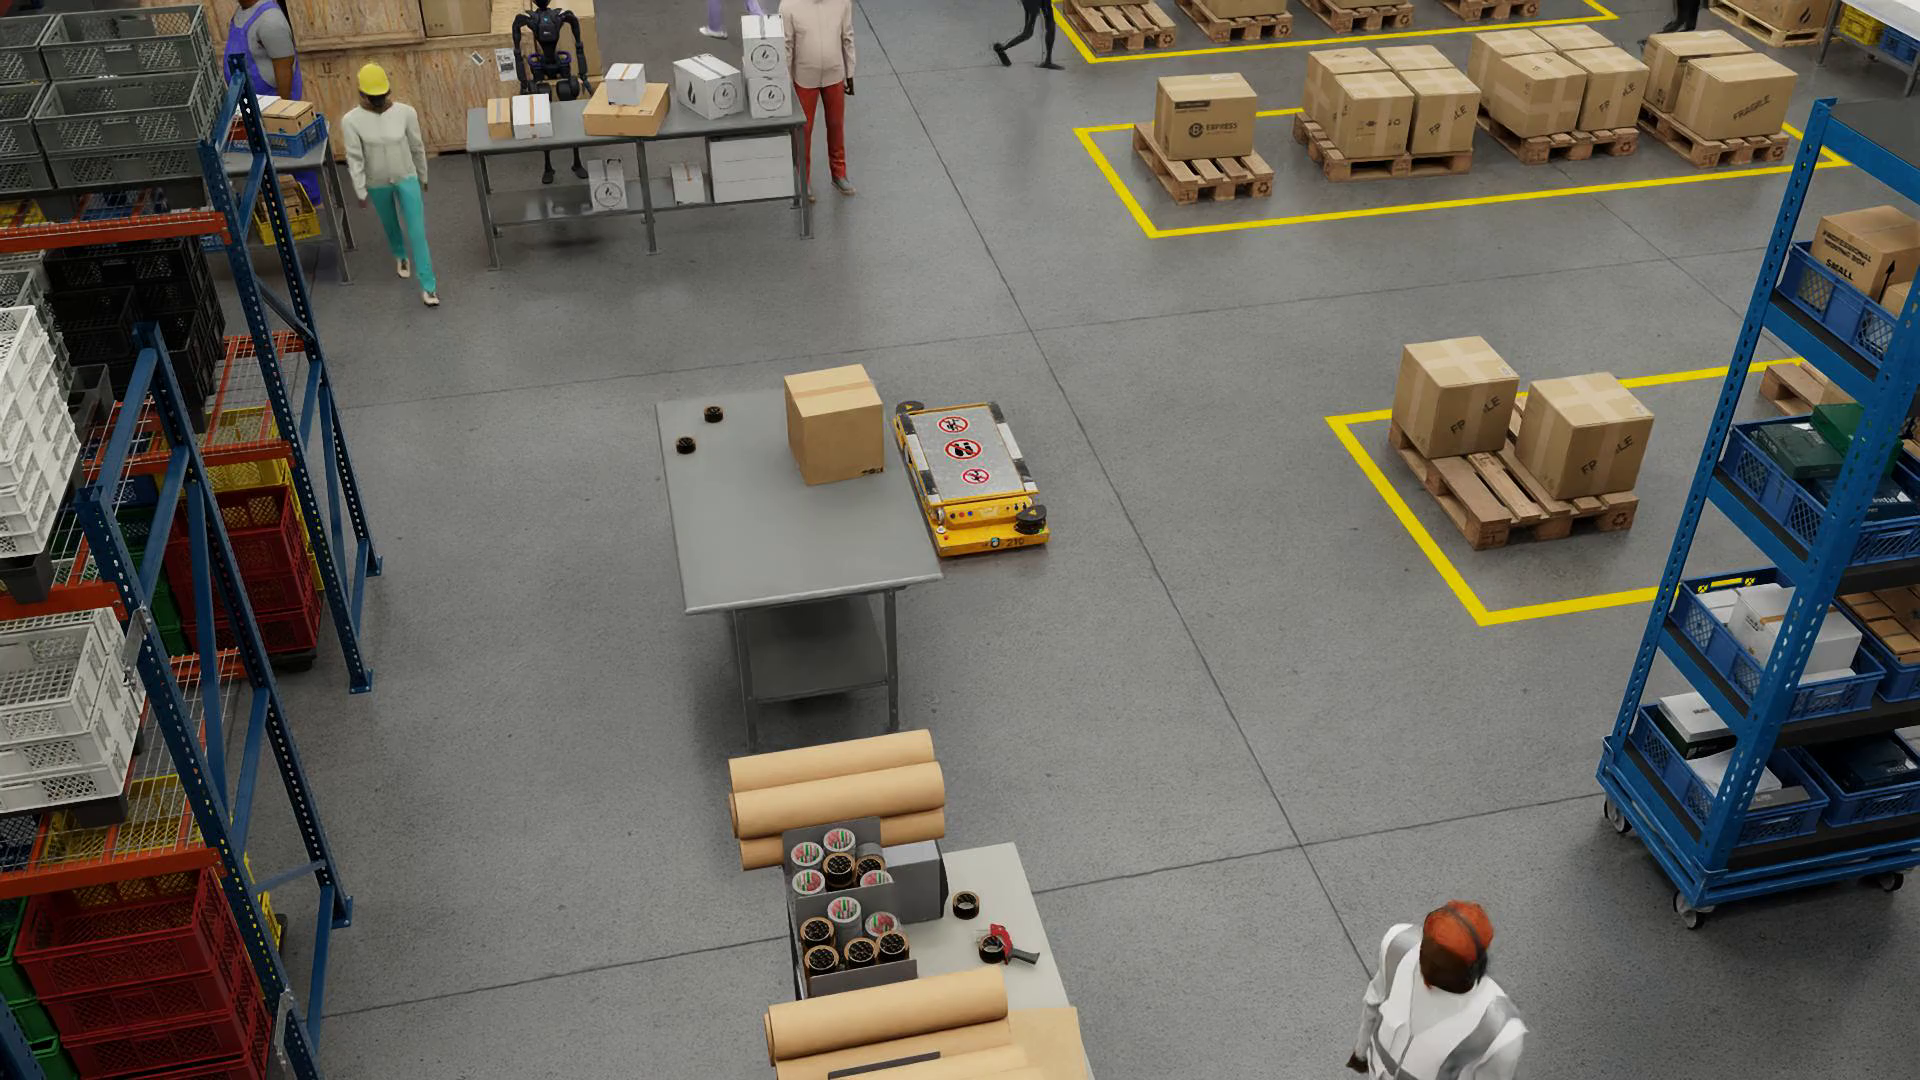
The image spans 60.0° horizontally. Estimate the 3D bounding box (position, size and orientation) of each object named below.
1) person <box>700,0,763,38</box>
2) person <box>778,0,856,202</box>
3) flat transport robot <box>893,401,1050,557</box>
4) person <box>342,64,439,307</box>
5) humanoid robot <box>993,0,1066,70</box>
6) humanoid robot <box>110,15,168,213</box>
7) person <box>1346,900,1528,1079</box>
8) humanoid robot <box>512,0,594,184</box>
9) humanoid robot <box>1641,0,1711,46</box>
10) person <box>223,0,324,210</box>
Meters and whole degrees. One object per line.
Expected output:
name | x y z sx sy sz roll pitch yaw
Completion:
person | -2.221 -5.600 15.729 0.909 1.879 0.612 30 46 34
person | -1.099 -3.615 12.975 0.615 1.986 0.395 -15 39 -19
flat transport robot | 0.046 -0.430 10.108 0.652 0.197 1.431 -8 37 -10
person | -4.013 -2.527 11.742 0.533 1.708 0.946 -12 38 -16
humanoid robot | 0.656 -5.136 15.300 0.605 1.639 0.570 15 39 19
humanoid robot | -6.158 -3.235 12.730 0.498 1.640 0.552 -17 40 -22
person | 1.548 1.893 5.660 0.375 1.880 0.581 -23 42 -28
humanoid robot | -3.250 -3.672 13.300 0.599 1.653 0.331 -11 38 -15
humanoid robot | 6.736 -5.203 15.365 0.424 1.635 0.615 -5 37 -6
person | -5.294 -3.441 12.695 0.538 2.000 0.681 -24 43 -28
